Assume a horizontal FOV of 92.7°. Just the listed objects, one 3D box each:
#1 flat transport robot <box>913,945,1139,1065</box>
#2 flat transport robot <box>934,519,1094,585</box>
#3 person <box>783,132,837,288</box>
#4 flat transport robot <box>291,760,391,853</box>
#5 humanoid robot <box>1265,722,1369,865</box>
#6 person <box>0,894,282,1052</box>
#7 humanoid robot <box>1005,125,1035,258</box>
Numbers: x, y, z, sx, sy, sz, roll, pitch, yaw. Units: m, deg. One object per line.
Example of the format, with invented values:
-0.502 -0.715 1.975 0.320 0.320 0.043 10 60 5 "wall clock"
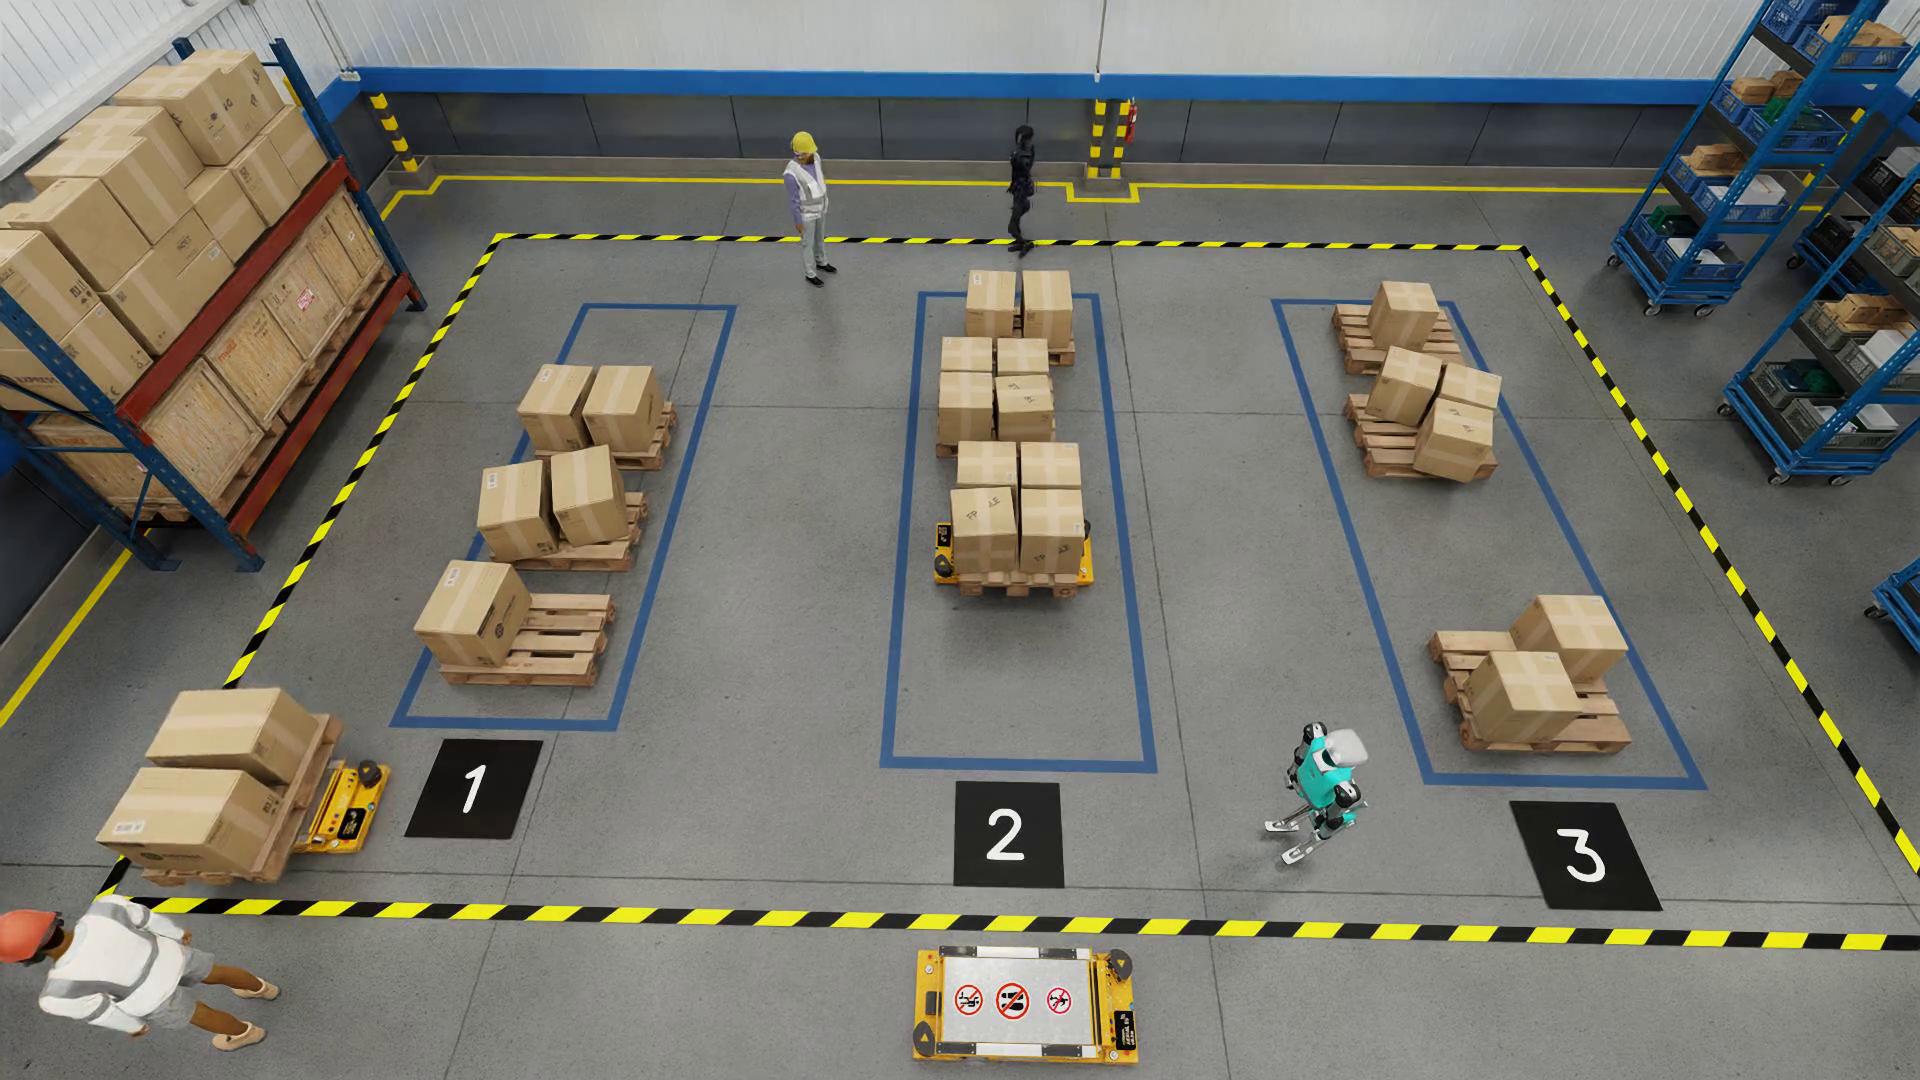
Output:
0.422 3.041 6.007 1.431 0.231 0.659 1 51 1 "flat transport robot"
0.490 0.087 8.397 1.431 0.197 0.652 1 51 1 "flat transport robot"
-1.714 -3.821 10.593 0.404 1.827 0.602 22 54 17 "person"
-5.128 1.999 6.838 1.431 0.197 0.652 -1 51 -1 "flat transport robot"
2.501 1.678 6.081 0.735 1.681 0.533 -11 52 -9 "humanoid robot"
-4.689 2.528 5.284 0.375 2.040 0.606 -2 51 -2 "person"
0.705 -4.157 10.964 0.335 1.644 0.601 -7 51 -5 "humanoid robot"
